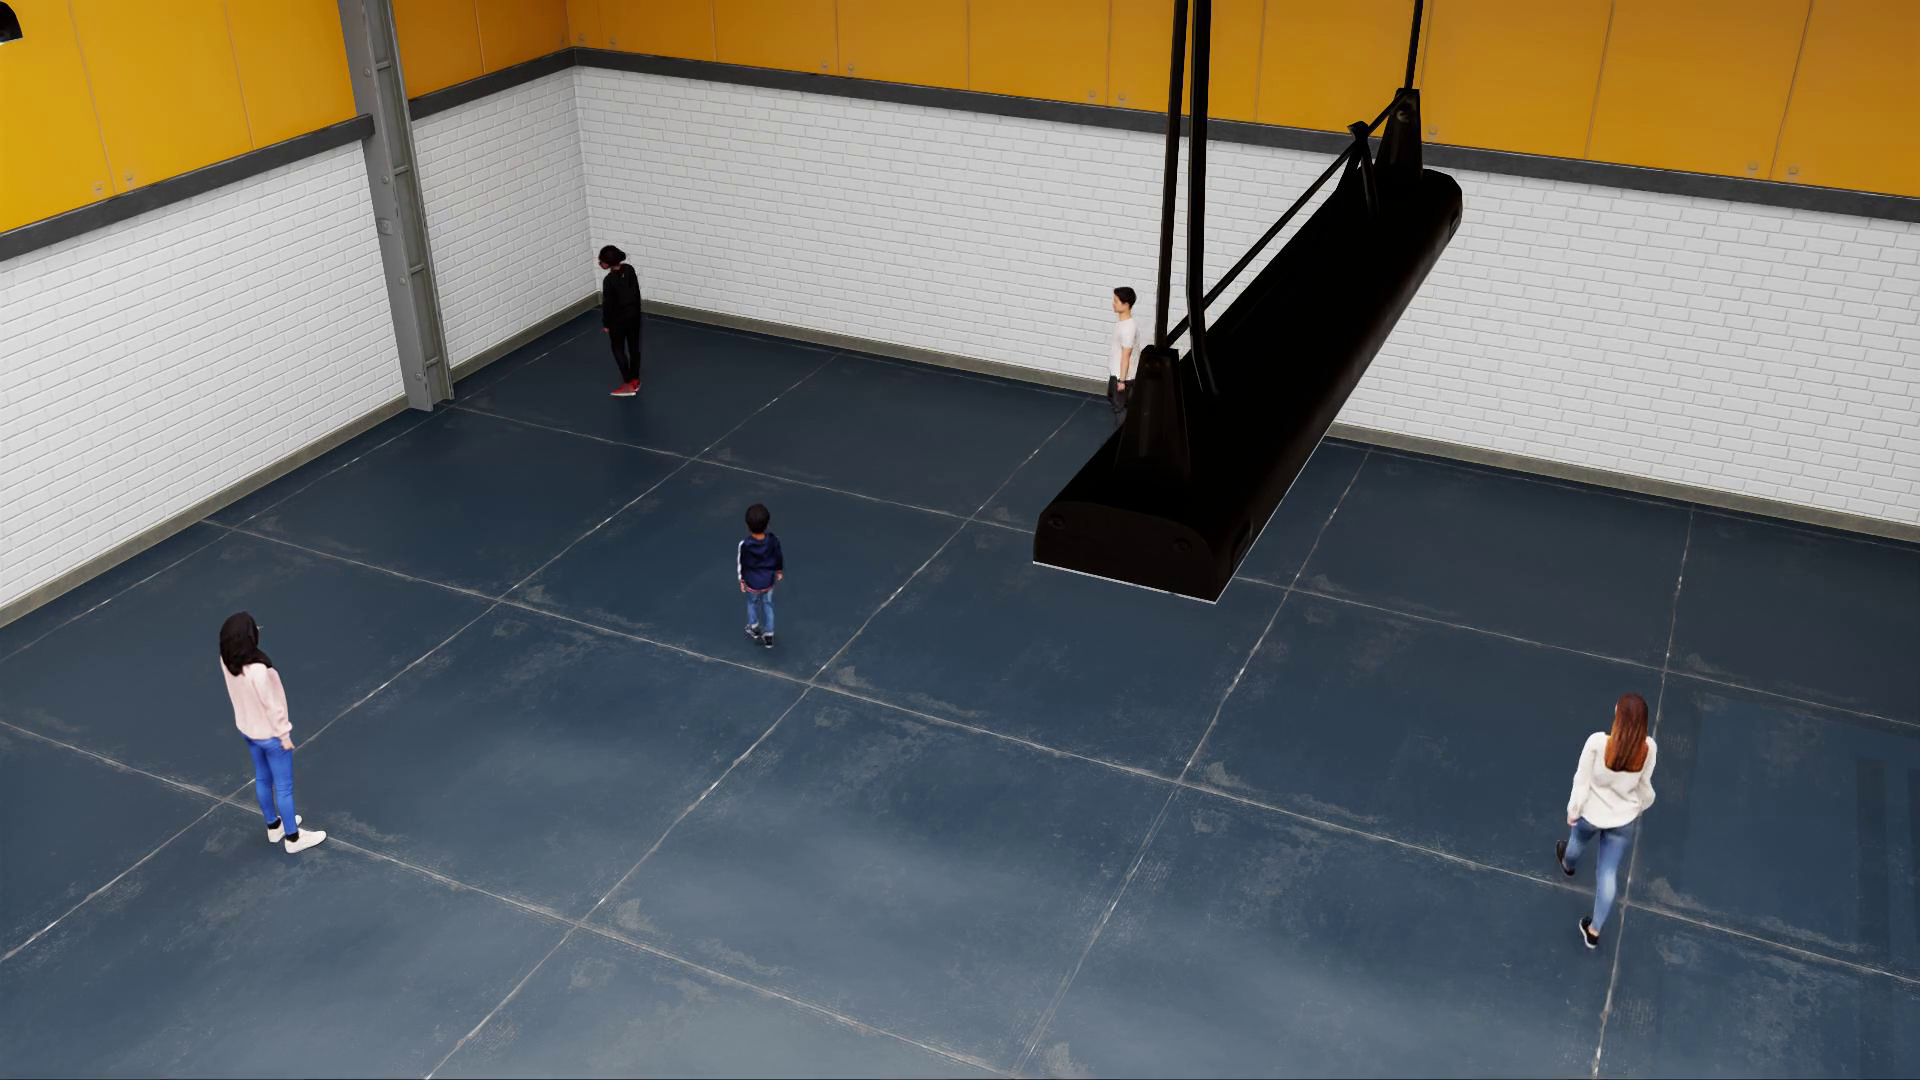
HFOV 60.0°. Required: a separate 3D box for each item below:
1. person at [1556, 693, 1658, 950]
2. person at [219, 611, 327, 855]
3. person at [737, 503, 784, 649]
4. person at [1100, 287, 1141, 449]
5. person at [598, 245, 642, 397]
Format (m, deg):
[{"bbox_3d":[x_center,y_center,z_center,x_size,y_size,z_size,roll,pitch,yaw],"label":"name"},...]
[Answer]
[{"bbox_3d":[3.919,1.717,10.031,0.860,1.648,1.163,4,29,8],"label":"person"},{"bbox_3d":[-4.510,1.243,10.773,0.685,1.770,0.615,20,34,32],"label":"person"},{"bbox_3d":[-1.563,0.309,13.069,0.665,1.210,0.724,-9,30,-17],"label":"person"},{"bbox_3d":[1.662,-1.657,16.153,0.864,1.709,0.830,1,29,1],"label":"person"},{"bbox_3d":[-3.502,-2.337,17.463,0.627,1.647,0.794,-17,33,-28],"label":"person"}]
